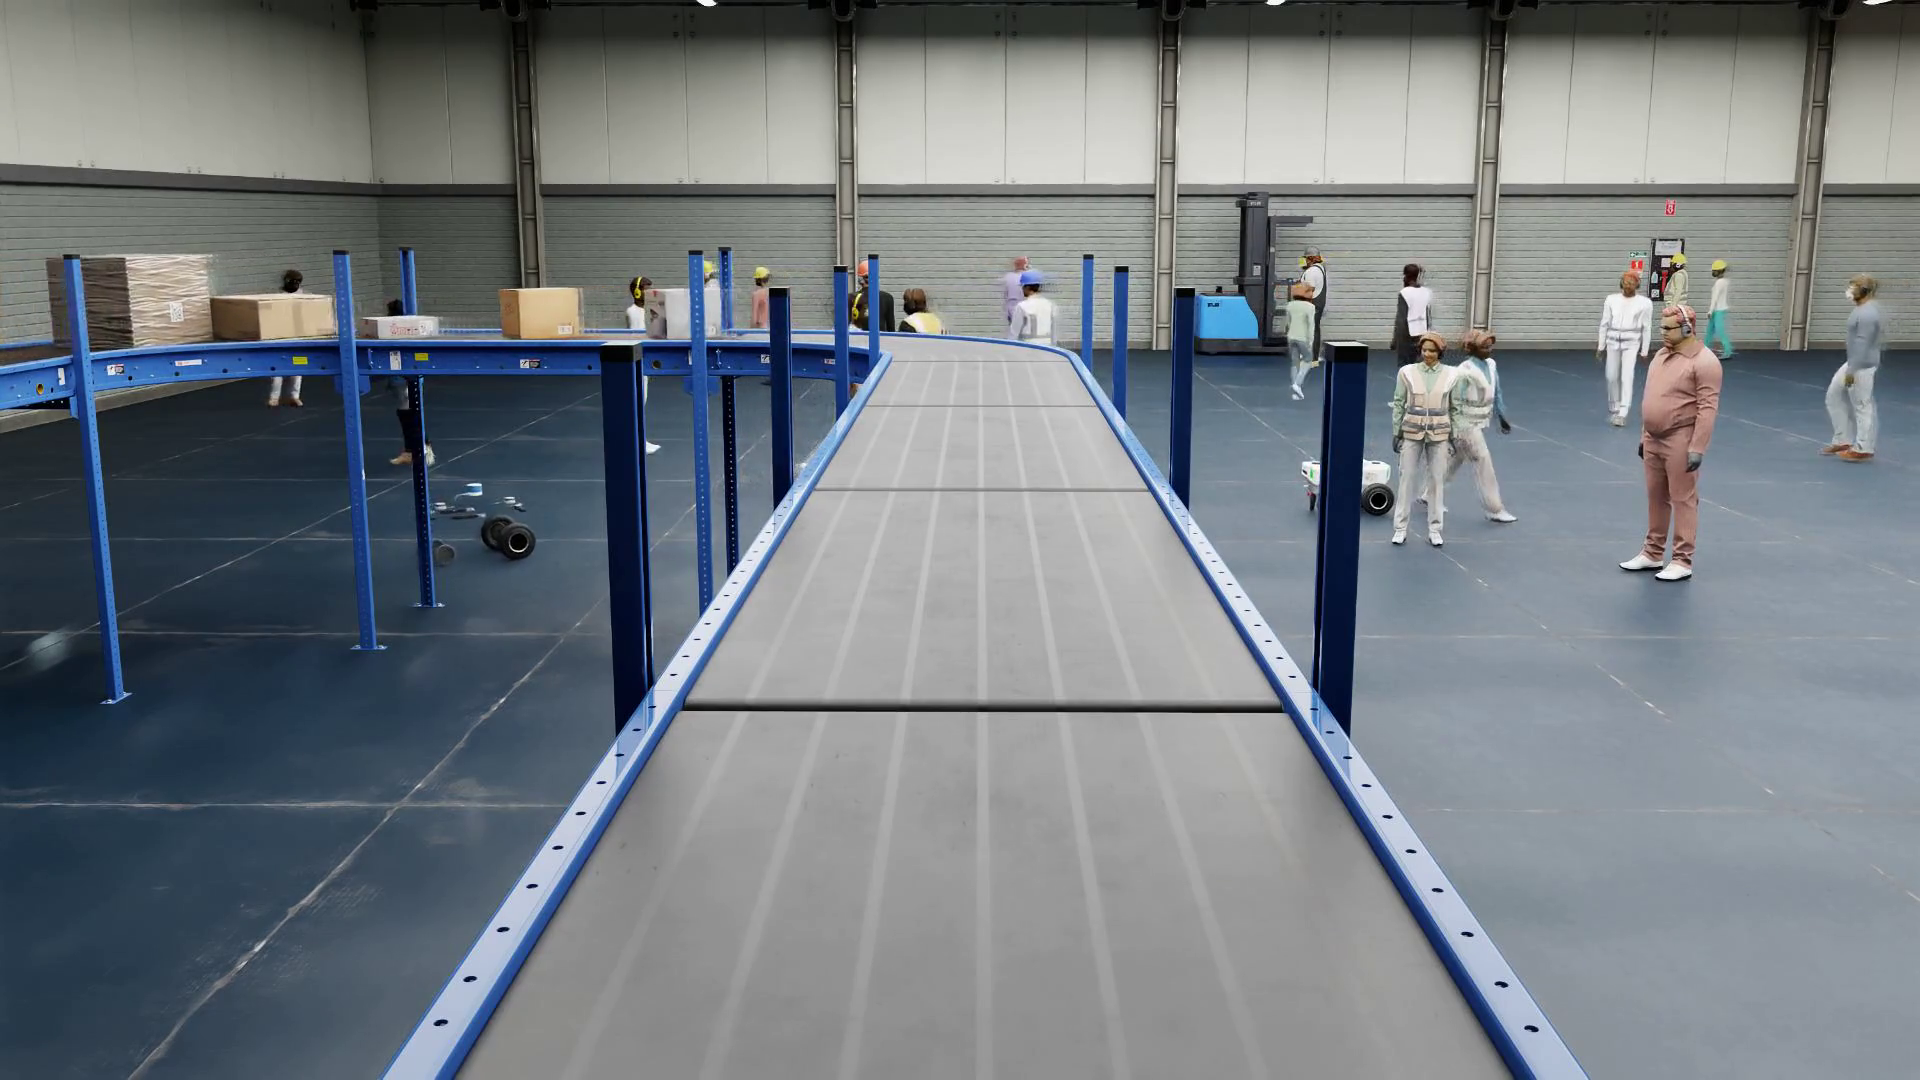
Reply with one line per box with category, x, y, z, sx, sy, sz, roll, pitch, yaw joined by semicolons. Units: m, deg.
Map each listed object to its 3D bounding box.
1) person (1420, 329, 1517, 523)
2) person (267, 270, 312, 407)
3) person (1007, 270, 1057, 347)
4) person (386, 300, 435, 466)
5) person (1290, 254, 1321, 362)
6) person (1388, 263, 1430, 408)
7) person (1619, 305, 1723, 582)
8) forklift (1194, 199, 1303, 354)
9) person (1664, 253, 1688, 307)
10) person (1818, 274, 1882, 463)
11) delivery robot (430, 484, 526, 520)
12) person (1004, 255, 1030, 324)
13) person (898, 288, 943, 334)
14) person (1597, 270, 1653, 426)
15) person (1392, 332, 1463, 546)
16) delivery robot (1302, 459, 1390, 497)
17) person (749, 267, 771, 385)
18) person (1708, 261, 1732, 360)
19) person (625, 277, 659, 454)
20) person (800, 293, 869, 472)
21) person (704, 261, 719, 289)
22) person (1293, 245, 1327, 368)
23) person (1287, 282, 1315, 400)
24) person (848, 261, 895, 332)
person;4.244;-0.971;13.883;0.893;1.587;0.517;9;14;39
person;-8.860;-2.663;22.026;0.673;1.815;0.437;-4;12;-22
person;0.730;-2.071;18.697;0.960;1.898;0.618;9;14;39
person;-5.566;-1.565;16.715;0.352;1.685;0.582;-9;14;-39
person;5.968;-4.001;28.713;0.661;1.879;0.631;2;11;12
person;5.972;-2.677;21.867;0.595;1.899;0.558;-10;15;-42
person;4.944;-0.678;11.579;0.406;1.901;0.639;-3;11;-14
forklift;5.313;-4.851;30.603;1.873;2.768;1.129;0;11;1
person;13.145;-4.346;30.586;0.404;1.837;0.589;5;12;26
person;9.128;-1.764;17.092;0.625;1.919;0.661;4;12;20
delivery robot;-3.580;-0.300;12.286;0.698;0.223;0.335;-7;13;-32
person;0.972;-3.647;26.854;0.569;1.889;0.670;-10;15;-41
person;-0.518;-1.608;16.633;0.953;1.793;0.629;6;12;26
person;8.085;-2.341;20.250;0.581;1.892;0.565;9;14;39
person;3.569;-0.777;12.755;0.512;1.639;0.311;3;11;13
delivery robot;3.307;-0.556;14.280;0.707;0.478;0.477;0;11;0
person;-2.948;-3.210;24.953;0.485;1.745;0.560;8;14;36
person;13.289;-4.040;29.271;0.747;1.731;0.546;7;13;31
person;-3.410;-1.866;17.772;0.309;1.864;0.534;0;11;-1
person;-1.029;-1.333;15.138;0.823;1.836;0.528;0;11;-1
person;-3.884;-3.459;26.079;0.499;1.816;0.604;0;11;1
person;5.866;-3.917;27.964;0.536;2.000;0.676;6;12;27
person;4.681;-2.733;22.871;0.377;1.616;0.497;-10;15;-42
person;-1.055;-2.246;19.392;0.618;1.992;0.388;-3;12;-17
